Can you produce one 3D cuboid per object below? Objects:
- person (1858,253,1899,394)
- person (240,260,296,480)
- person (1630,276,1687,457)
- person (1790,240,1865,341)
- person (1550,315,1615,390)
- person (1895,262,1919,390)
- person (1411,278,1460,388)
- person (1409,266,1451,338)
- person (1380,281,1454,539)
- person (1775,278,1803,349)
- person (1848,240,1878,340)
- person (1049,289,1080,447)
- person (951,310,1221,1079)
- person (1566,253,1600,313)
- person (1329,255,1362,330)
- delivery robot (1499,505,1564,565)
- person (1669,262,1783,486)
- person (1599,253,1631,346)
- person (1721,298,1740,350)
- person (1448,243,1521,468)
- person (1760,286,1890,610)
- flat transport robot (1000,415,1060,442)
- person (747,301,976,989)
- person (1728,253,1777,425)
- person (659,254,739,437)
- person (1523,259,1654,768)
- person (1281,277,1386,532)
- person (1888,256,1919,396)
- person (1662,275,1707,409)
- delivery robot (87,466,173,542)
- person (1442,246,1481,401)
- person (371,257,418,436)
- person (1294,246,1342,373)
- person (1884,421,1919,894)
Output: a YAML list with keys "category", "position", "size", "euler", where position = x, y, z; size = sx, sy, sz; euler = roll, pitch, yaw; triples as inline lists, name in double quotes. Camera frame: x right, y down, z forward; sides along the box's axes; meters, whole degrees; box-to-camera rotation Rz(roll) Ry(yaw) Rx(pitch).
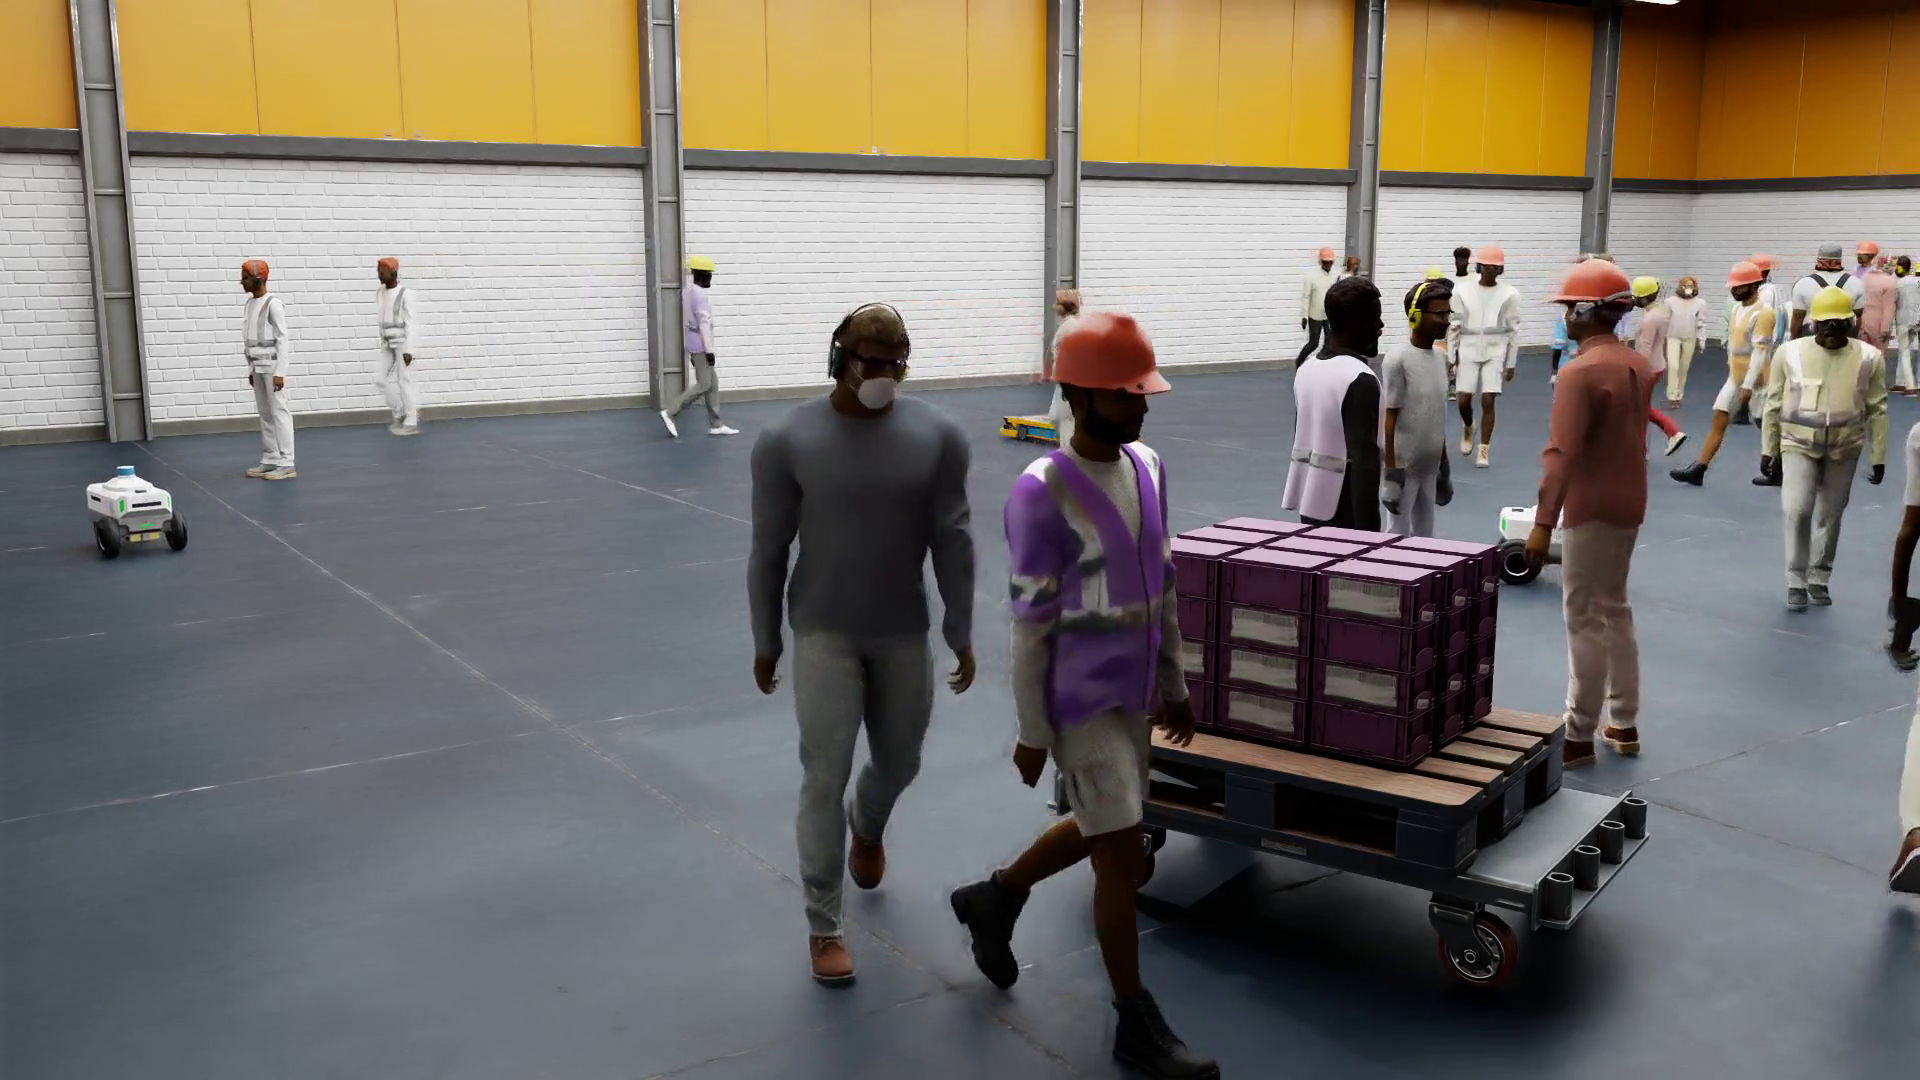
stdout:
- category: "person"
  position: [11.967, -2.830, 21.867]
  size: [0.705, 1.879, 0.646]
  euler: [-2, 11, -13]
- category: "person"
  position: [-5.967, -1.460, 14.313]
  size: [0.574, 1.881, 0.357]
  euler: [10, 14, 42]
- category: "person"
  position: [6.359, -1.555, 15.248]
  size: [0.523, 1.723, 0.564]
  euler: [5, 12, 26]
- category: "person"
  position: [8.865, -2.050, 17.110]
  size: [0.673, 2.000, 0.536]
  euler: [2, 11, 13]
- category: "person"
  position: [5.515, -1.441, 14.766]
  size: [0.548, 1.682, 0.540]
  euler: [2, 11, 13]
- category: "person"
  position: [12.931, -2.884, 22.438]
  size: [0.533, 1.767, 0.323]
  euler: [4, 11, 21]
- category: "person"
  position: [4.714, -1.738, 16.443]
  size: [0.550, 1.671, 0.548]
  euler: [-8, 13, -38]
- category: "person"
  position: [5.543, -2.342, 19.544]
  size: [0.506, 1.723, 0.592]
  euler: [2, 11, 11]
- category: "person"
  position: [2.243, -0.330, 8.173]
  size: [0.510, 1.865, 0.317]
  euler: [-9, 14, -41]
- category: "person"
  position: [9.624, -2.199, 19.106]
  size: [0.754, 1.613, 0.517]
  euler: [-8, 13, -37]
- category: "person"
  position: [12.852, -3.243, 23.672]
  size: [0.552, 2.032, 0.625]
  euler: [-3, 11, -15]
- category: "person"
  position: [0.947, -1.359, 14.436]
  size: [0.387, 1.625, 0.536]
  euler: [0, 10, 0]
- category: "person"
  position: [0.305, 0.367, 4.237]
  size: [0.856, 1.911, 0.564]
  euler: [8, 13, 38]
- category: "person"
  position: [6.888, -2.204, 18.339]
  size: [0.426, 1.895, 0.667]
  euler: [1, 10, 5]
- category: "person"
  position: [5.345, -3.051, 23.196]
  size: [0.474, 1.821, 0.539]
  euler: [-5, 11, -24]
- category: "delivery robot"
  position: [3.628, -0.061, 10.024]
  size: [0.707, 0.478, 0.477]
  euler: [4, 11, 20]
- category: "person"
  position: [6.509, -1.355, 13.784]
  size: [1.032, 1.874, 0.557]
  euler: [-1, 10, -7]
- category: "person"
  position: [7.664, -2.476, 19.892]
  size: [0.649, 1.891, 1.008]
  euler: [2, 11, 13]
- category: "person"
  position: [9.931, -2.548, 21.078]
  size: [0.520, 1.591, 0.858]
  euler: [5, 11, 24]
- category: "person"
  position: [4.738, -1.671, 15.076]
  size: [0.627, 2.023, 0.532]
  euler: [4, 11, 19]
- category: "person"
  position: [4.807, -0.495, 9.229]
  size: [0.631, 1.799, 0.690]
  euler: [4, 11, 19]
- category: "flat transport robot"
  position: [1.077, -1.120, 16.864]
  size: [0.652, 0.197, 1.431]
  euler: [-7, 12, -33]
- category: "person"
  position: [-0.310, 0.252, 4.880]
  size: [0.656, 1.909, 0.762]
  euler: [-3, 11, -17]
- category: "person"
  position: [8.872, -2.185, 18.233]
  size: [0.792, 1.909, 0.573]
  euler: [5, 12, 27]
- category: "person"
  position: [-2.725, -2.012, 17.269]
  size: [0.784, 1.904, 0.620]
  euler: [-2, 11, -13]
- category: "person"
  position: [2.467, -0.096, 6.566]
  size: [0.428, 1.989, 0.731]
  euler: [10, 14, 42]
- category: "person"
  position: [1.507, -0.084, 6.665]
  size: [0.391, 1.920, 0.587]
  euler: [-2, 11, -13]
- category: "person"
  position: [12.416, -2.817, 21.912]
  size: [0.589, 1.826, 0.772]
  euler: [-2, 10, -9]
- category: "person"
  position: [8.697, -2.363, 19.993]
  size: [0.515, 1.601, 0.712]
  euler: [3, 11, 14]
- category: "delivery robot"
  position: [-5.519, -0.248, 11.042]
  size: [0.477, 0.478, 0.707]
  euler: [-9, 14, -43]
- category: "person"
  position: [6.330, -2.731, 21.073]
  size: [0.632, 1.953, 0.447]
  euler: [4, 11, 22]
- category: "person"
  position: [-5.901, -2.015, 17.381]
  size: [0.605, 1.867, 0.439]
  euler: [7, 13, 35]
- category: "person"
  position: [5.136, -3.218, 23.785]
  size: [0.631, 1.965, 0.778]
  euler: [-2, 11, -12]
- category: "person"
  position: [3.127, 0.243, 5.072]
  size: [0.506, 1.848, 0.450]
  euler: [8, 13, 36]
